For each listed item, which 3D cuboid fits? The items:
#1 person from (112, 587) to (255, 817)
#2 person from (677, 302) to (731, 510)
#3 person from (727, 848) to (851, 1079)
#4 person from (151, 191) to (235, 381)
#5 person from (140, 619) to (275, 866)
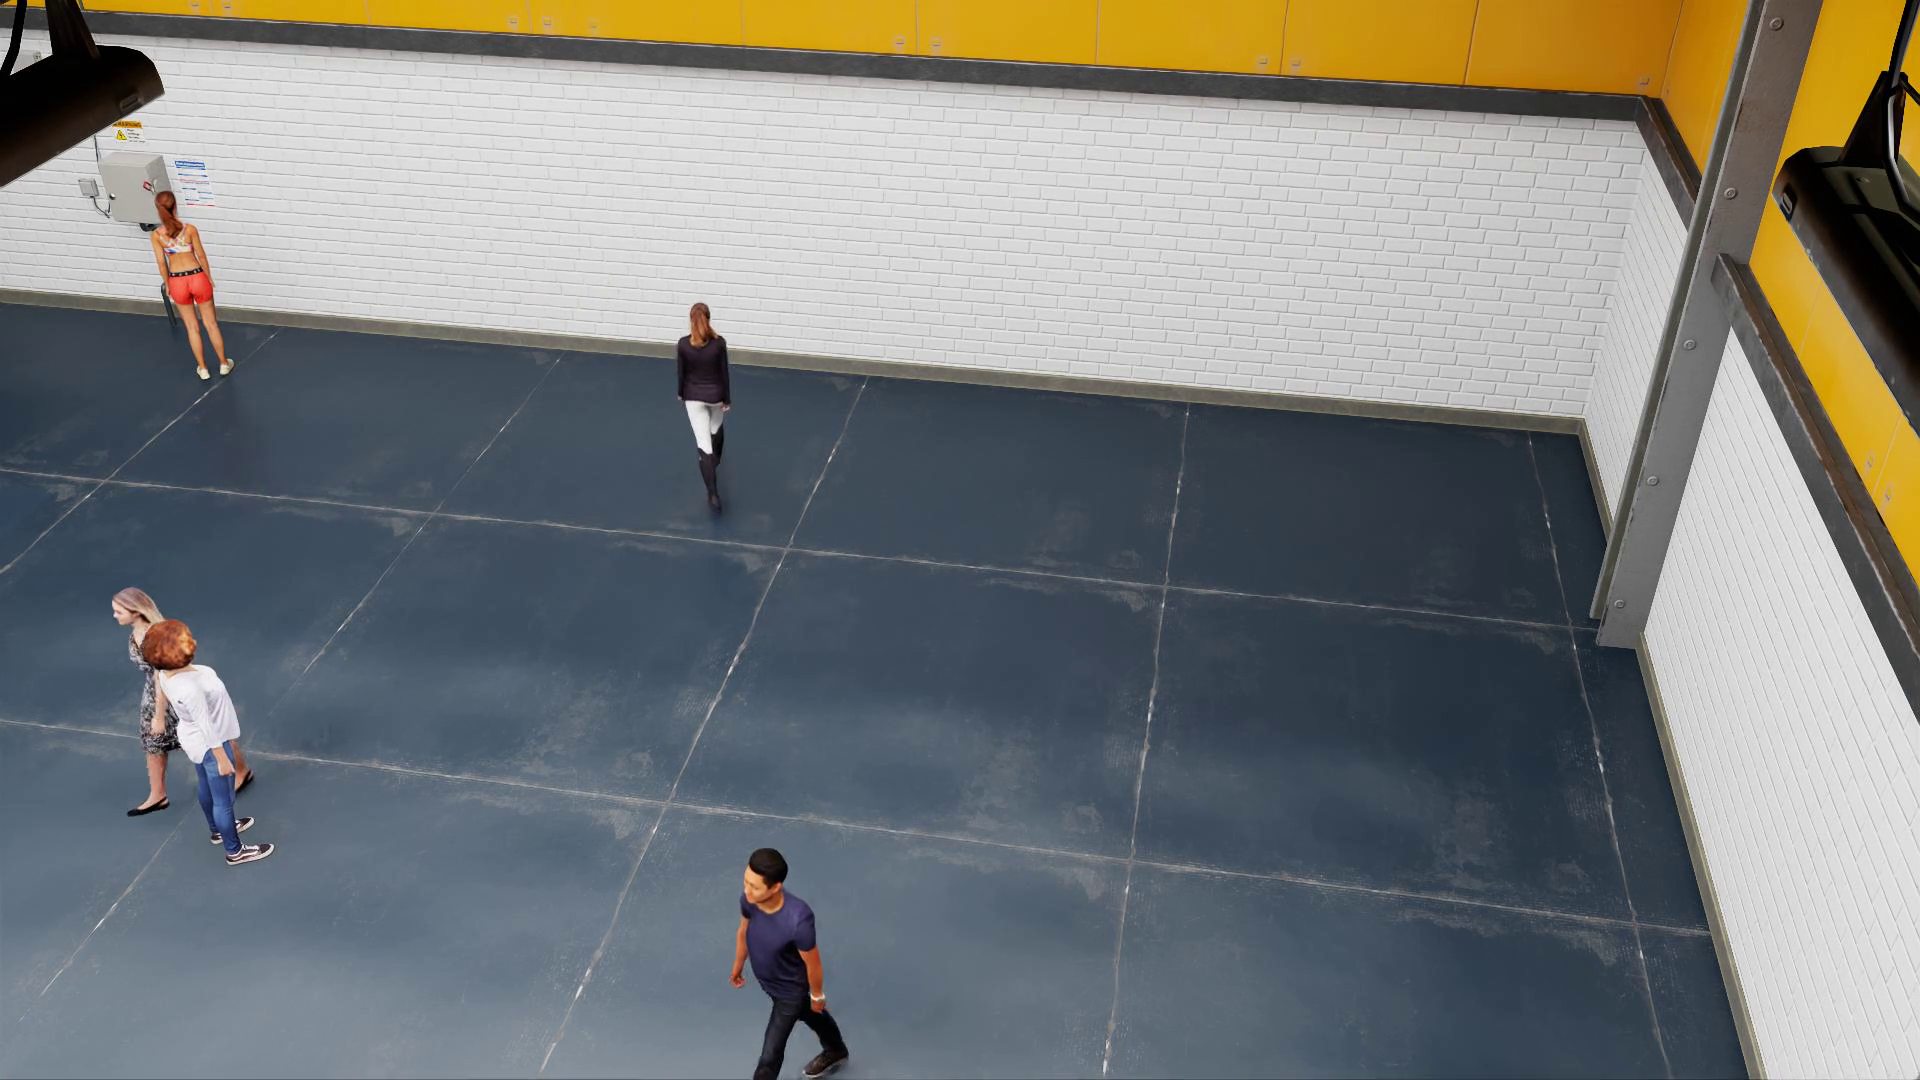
[{"bbox_3d":[-4.792,0.955,10.374,0.912,1.670,1.065,27,42,34],"label":"person"},{"bbox_3d":[-2.045,-1.049,13.384,0.890,1.676,1.248,-6,34,-9],"label":"person"},{"bbox_3d":[-0.823,2.196,8.446,1.222,1.738,1.089,-27,42,-34],"label":"person"},{"bbox_3d":[-7.037,-2.320,15.195,0.676,1.788,0.707,-13,36,-18],"label":"person"},{"bbox_3d":[-4.544,1.199,9.969,0.796,1.712,0.747,-24,41,-32],"label":"person"}]
